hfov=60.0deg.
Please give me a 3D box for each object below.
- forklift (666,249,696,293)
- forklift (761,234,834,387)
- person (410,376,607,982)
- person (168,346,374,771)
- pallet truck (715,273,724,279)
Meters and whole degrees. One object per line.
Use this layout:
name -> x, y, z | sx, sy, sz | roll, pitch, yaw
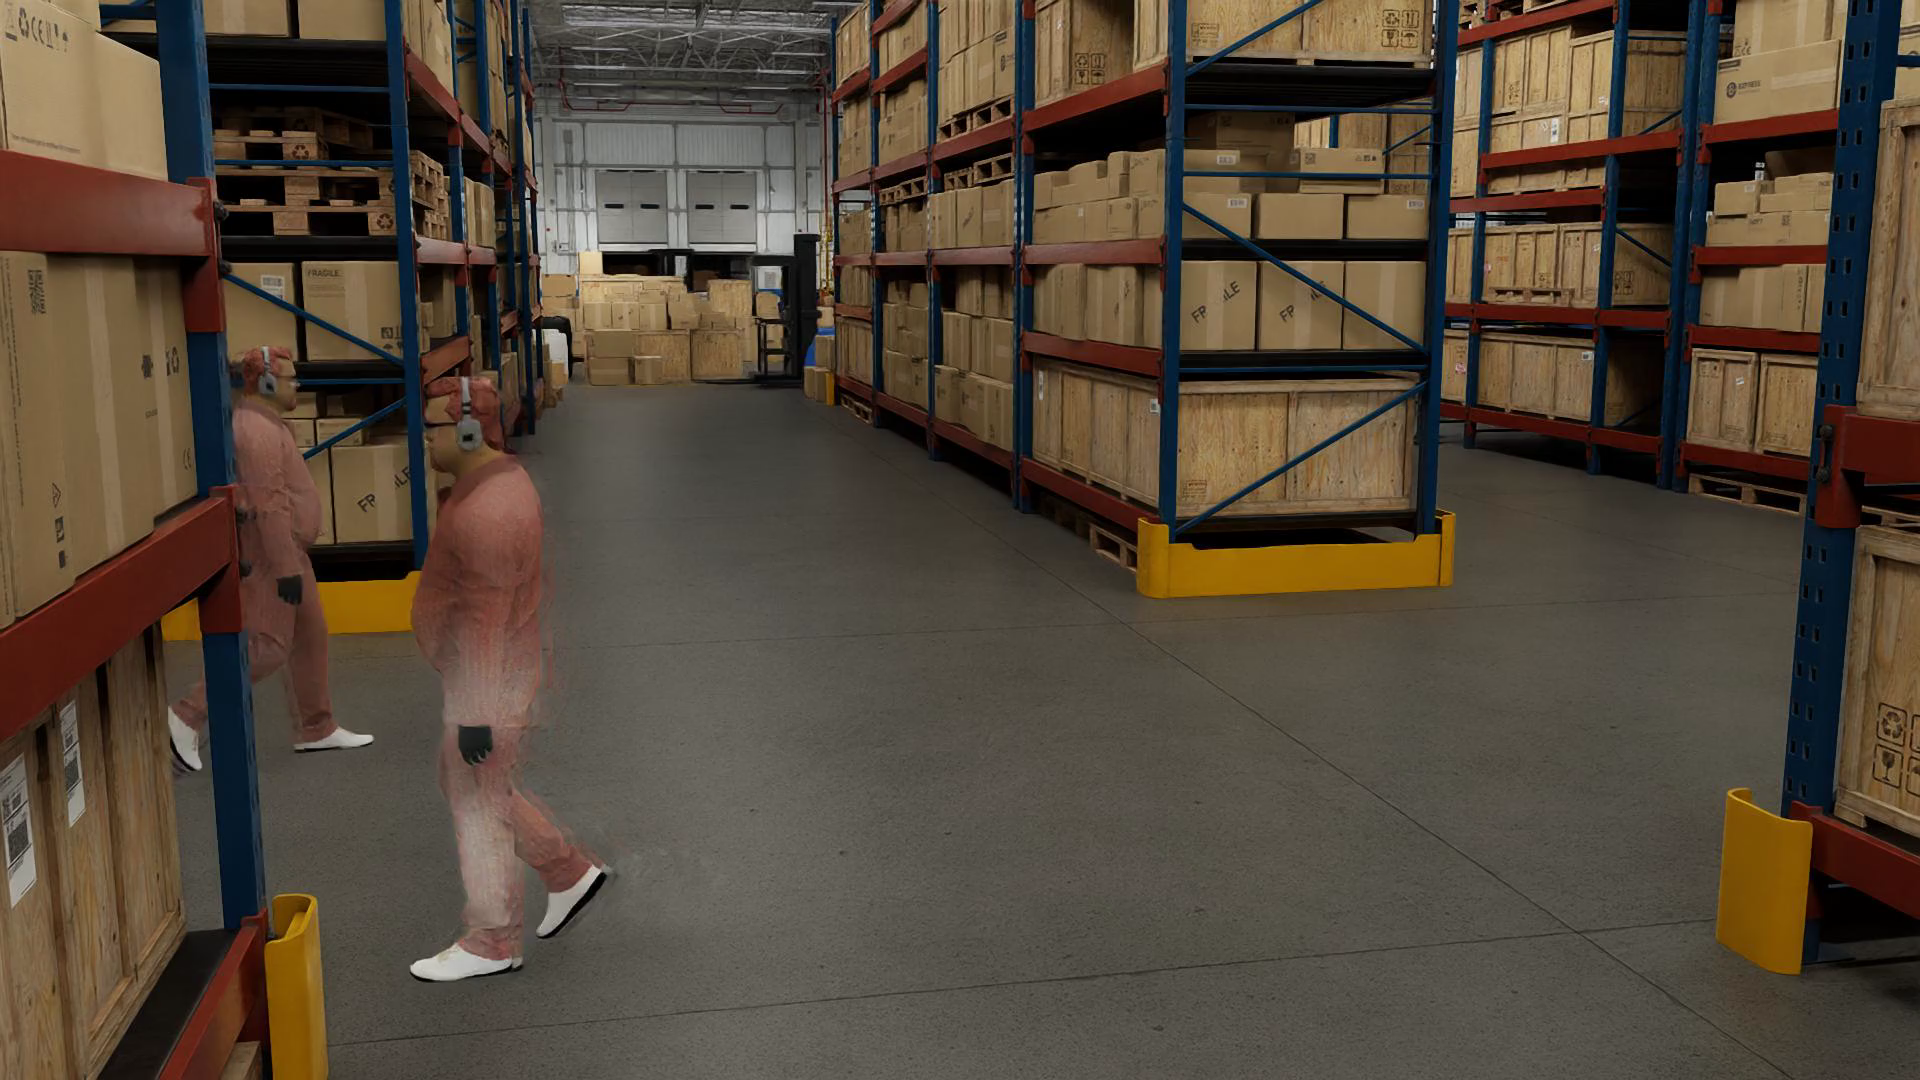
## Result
forklift -> -9.168, -8.197, 54.788 | 1.873, 2.768, 1.129 | 9, 13, 43
forklift -> -2.837, -4.268, 30.836 | 1.873, 2.768, 1.129 | -2, 10, -13
person -> -1.449, 0.436, 5.156 | 0.500, 1.893, 0.668 | -2, 10, -11
person -> -3.118, 0.081, 7.382 | 0.809, 1.878, 0.649 | -3, 10, -19
pallet truck -> -8.580, -8.986, 62.280 | 1.885, 1.965, 0.823 | 1, 9, 5
